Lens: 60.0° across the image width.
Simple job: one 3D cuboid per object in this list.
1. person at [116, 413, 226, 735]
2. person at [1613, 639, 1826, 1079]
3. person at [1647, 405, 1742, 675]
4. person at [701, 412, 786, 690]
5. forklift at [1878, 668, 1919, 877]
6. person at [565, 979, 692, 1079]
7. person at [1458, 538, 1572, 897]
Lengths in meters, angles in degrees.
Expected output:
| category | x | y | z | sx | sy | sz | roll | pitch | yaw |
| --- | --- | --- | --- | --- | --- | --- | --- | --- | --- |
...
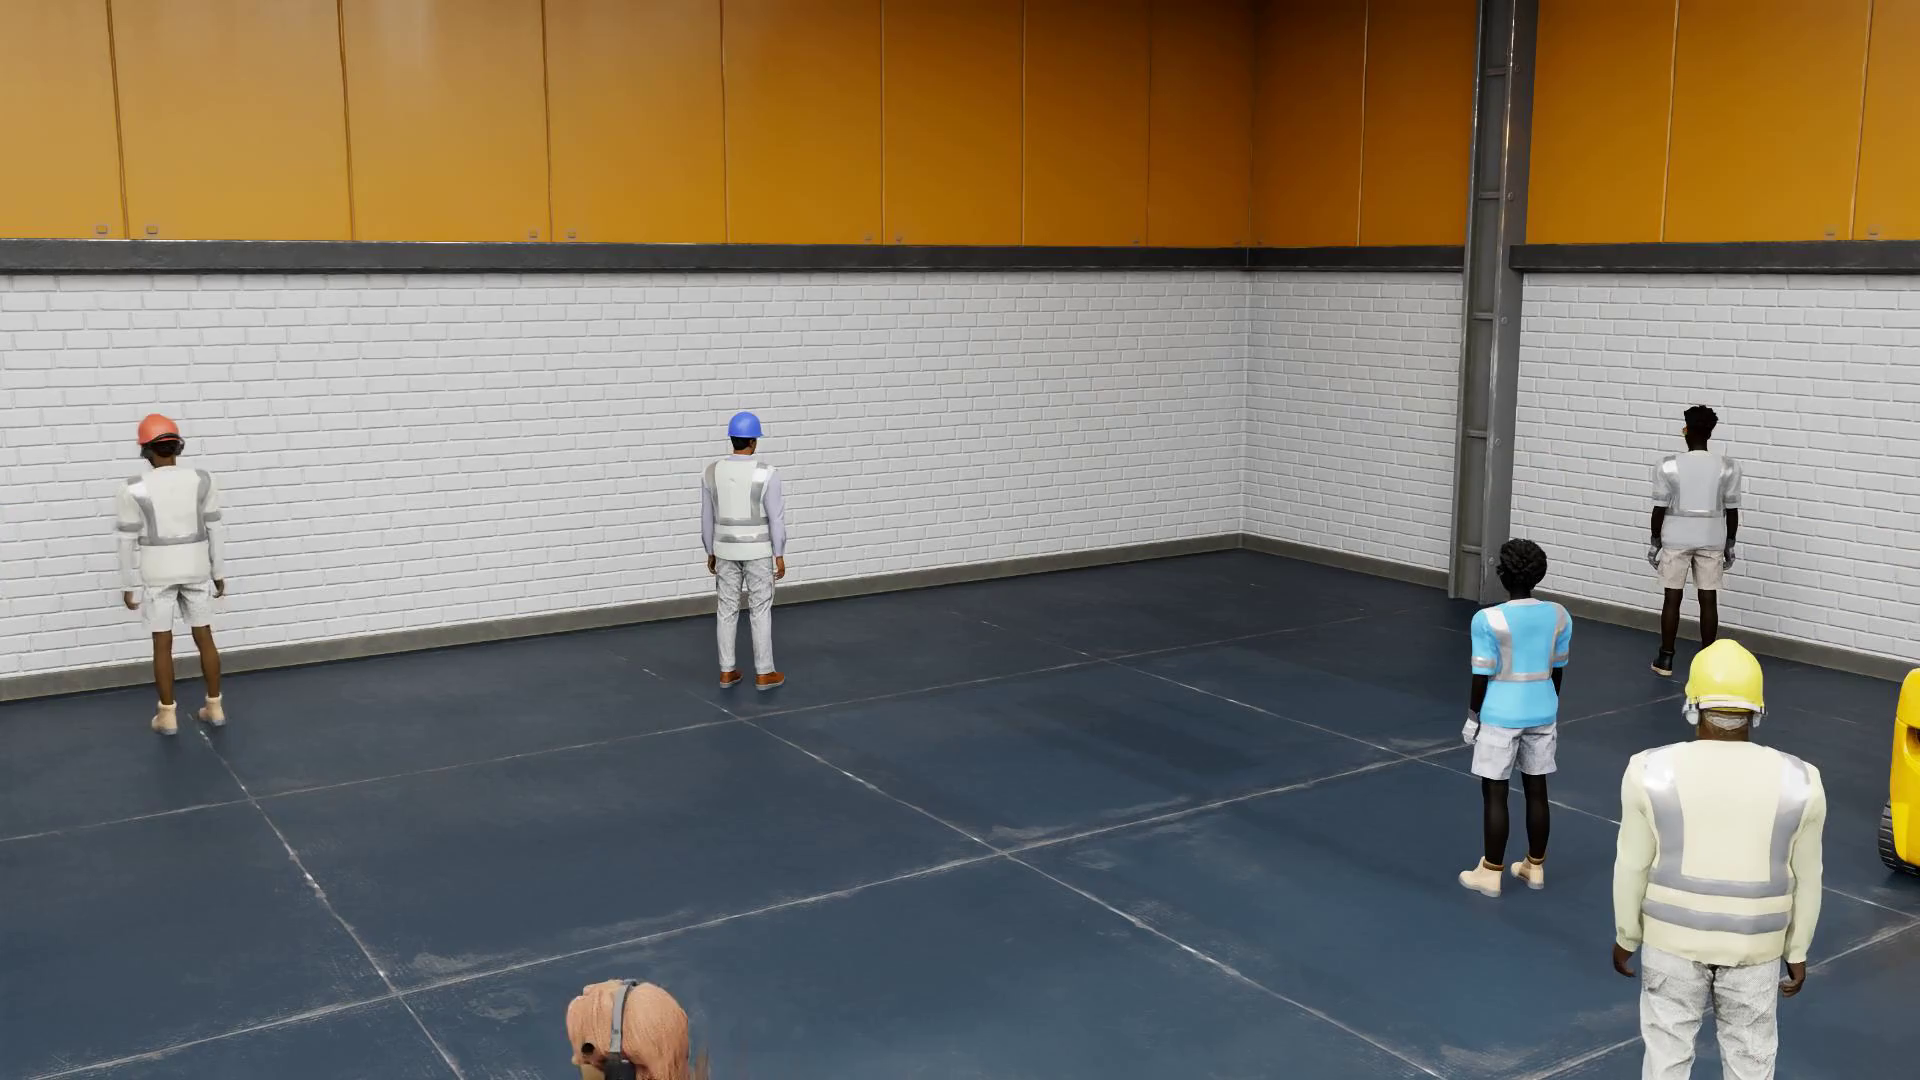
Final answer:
| category | x | y | z | sx | sy | sz | roll | pitch | yaw |
| --- | --- | --- | --- | --- | --- | --- | --- | --- | --- |
| person | -4.985 | 0.215 | 10.547 | 0.616 | 2.034 | 0.413 | -8 | 12 | -39 |
| person | 2.320 | 1.208 | 5.141 | 0.586 | 1.837 | 0.403 | 3 | 10 | 15 |
| person | 5.266 | 0.012 | 11.959 | 0.607 | 1.966 | 0.367 | 2 | 10 | 15 |
| person | -1.499 | 0.079 | 11.610 | 0.615 | 1.946 | 0.391 | 3 | 10 | 16 |
| forklift | 5.511 | 0.571 | 7.906 | 2.313 | 2.155 | 1.214 | -6 | 11 | -33 |
| person | -0.692 | 1.630 | 3.267 | 0.792 | 1.601 | 0.549 | 1 | 9 | 6 |
| person | 2.605 | 0.832 | 7.824 | 0.535 | 1.700 | 0.318 | -3 | 10 | -19 |
